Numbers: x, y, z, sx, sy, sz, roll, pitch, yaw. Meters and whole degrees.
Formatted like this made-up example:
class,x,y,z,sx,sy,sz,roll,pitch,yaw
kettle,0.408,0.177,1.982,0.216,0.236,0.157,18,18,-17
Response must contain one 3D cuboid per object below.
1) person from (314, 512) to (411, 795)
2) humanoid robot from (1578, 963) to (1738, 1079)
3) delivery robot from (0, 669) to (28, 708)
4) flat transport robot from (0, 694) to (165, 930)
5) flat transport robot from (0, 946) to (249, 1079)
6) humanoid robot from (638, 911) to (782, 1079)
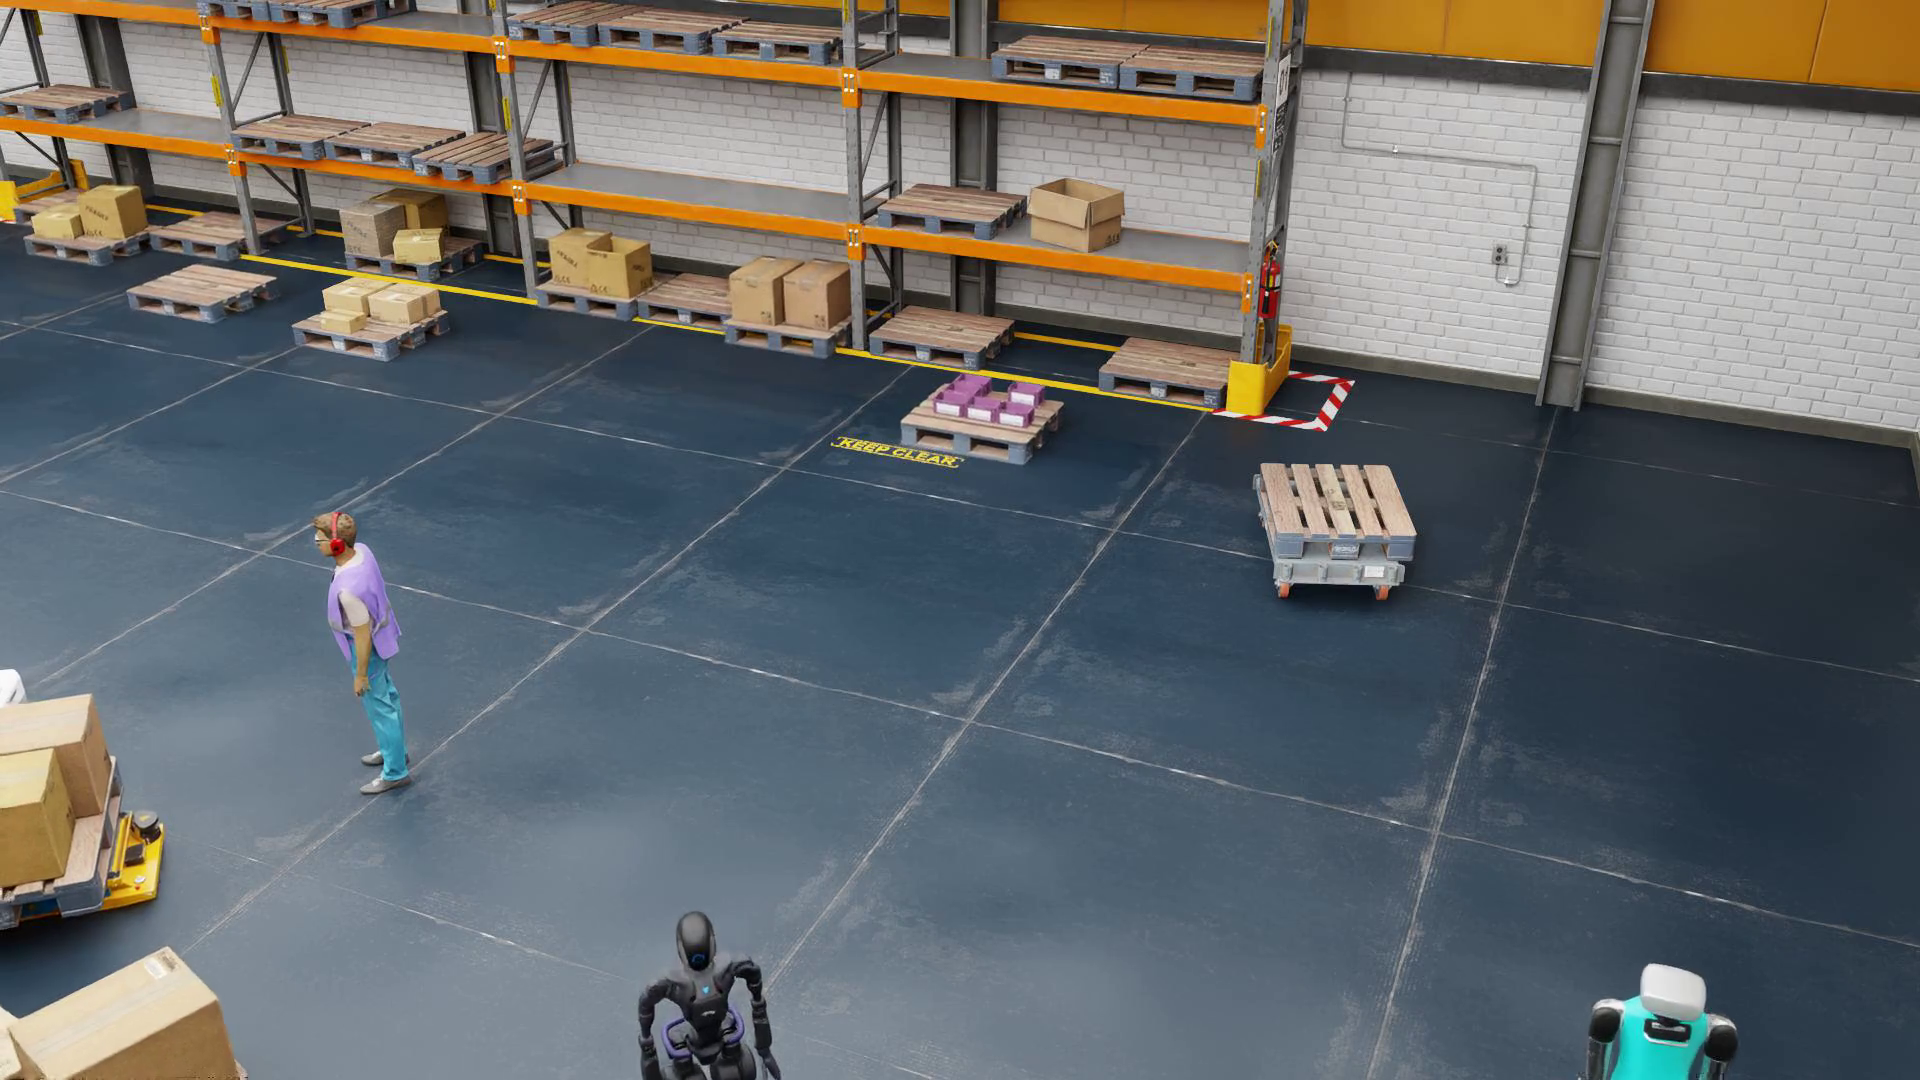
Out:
class,x,y,z,sx,sy,sz,roll,pitch,yaw
person,-3.533,0.667,9.921,0.395,1.843,0.563,-6,28,-11
humanoid robot,2.614,2.581,6.353,0.531,1.767,0.963,7,28,13
delivery robot,-6.108,1.155,10.399,0.525,0.612,0.784,-6,28,-11
flat transport robot,-5.245,1.890,9.267,1.431,0.231,0.659,-9,29,-17
flat transport robot,-3.974,2.764,7.572,1.431,0.231,0.659,23,35,37
humanoid robot,-1.107,2.208,7.169,0.611,1.645,0.735,-12,29,-21
